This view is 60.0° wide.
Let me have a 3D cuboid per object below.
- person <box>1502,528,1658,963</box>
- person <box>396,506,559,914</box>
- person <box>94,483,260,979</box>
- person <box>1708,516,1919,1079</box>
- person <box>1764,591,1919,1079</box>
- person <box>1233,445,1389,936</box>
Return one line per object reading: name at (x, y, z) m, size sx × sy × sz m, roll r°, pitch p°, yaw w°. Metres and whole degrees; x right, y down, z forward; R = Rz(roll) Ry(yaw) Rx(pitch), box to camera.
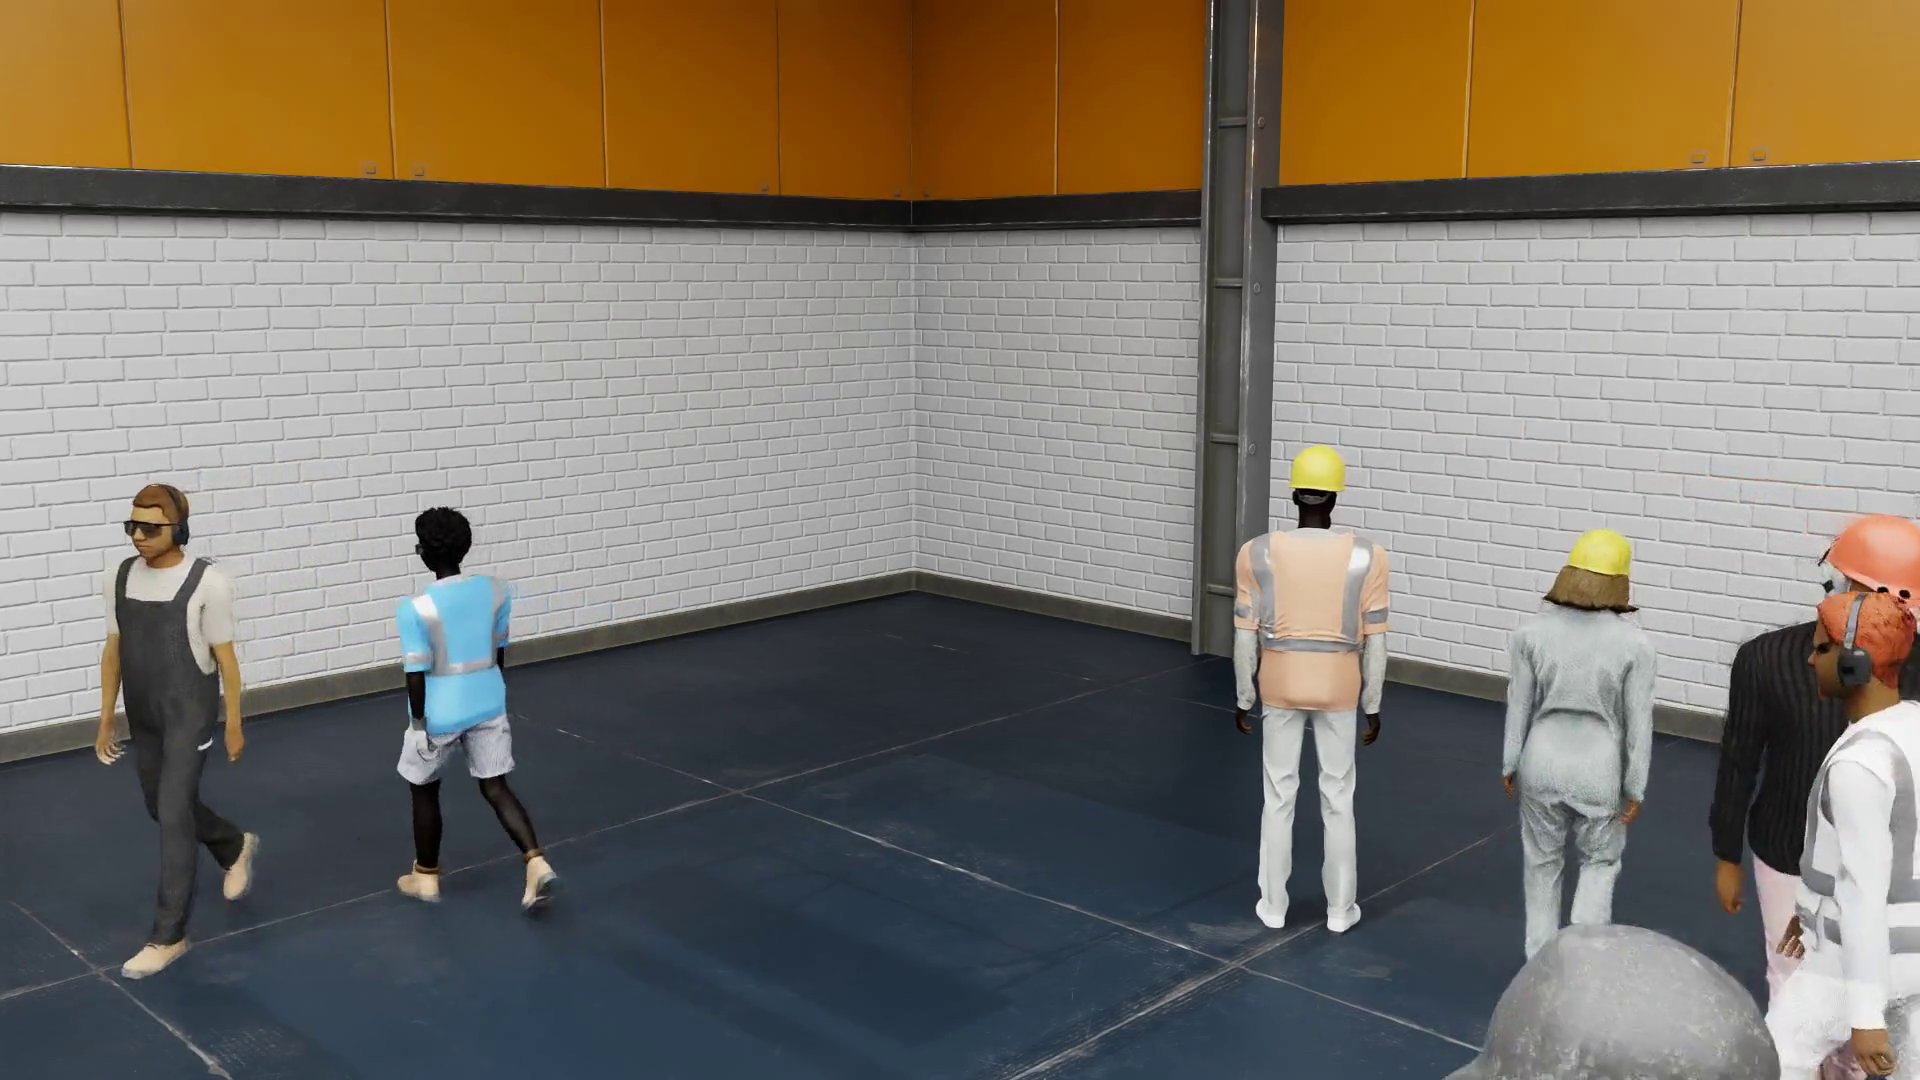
person at (2.121, 0.820, 5.775) m, size 0.501 × 1.724 × 0.489 m, roll 5°, pitch 10°, yaw 28°
person at (-1.985, 0.691, 6.705) m, size 0.787 × 1.668 × 0.531 m, roll 8°, pitch 12°, yaw 40°
person at (-3.002, 0.669, 6.421) m, size 0.518 × 1.824 × 0.860 m, roll 2°, pitch 9°, yaw 12°
person at (2.422, 0.884, 4.633) m, size 0.640 × 1.961 × 0.524 m, roll 3°, pitch 10°, yaw 20°
person at (2.261, 1.033, 4.131) m, size 0.556 × 1.838 × 0.960 m, roll -7°, pitch 12°, yaw -38°
person at (1.366, 0.592, 6.533) m, size 0.590 × 1.926 × 0.388 m, roll 2°, pitch 10°, yaw 13°
